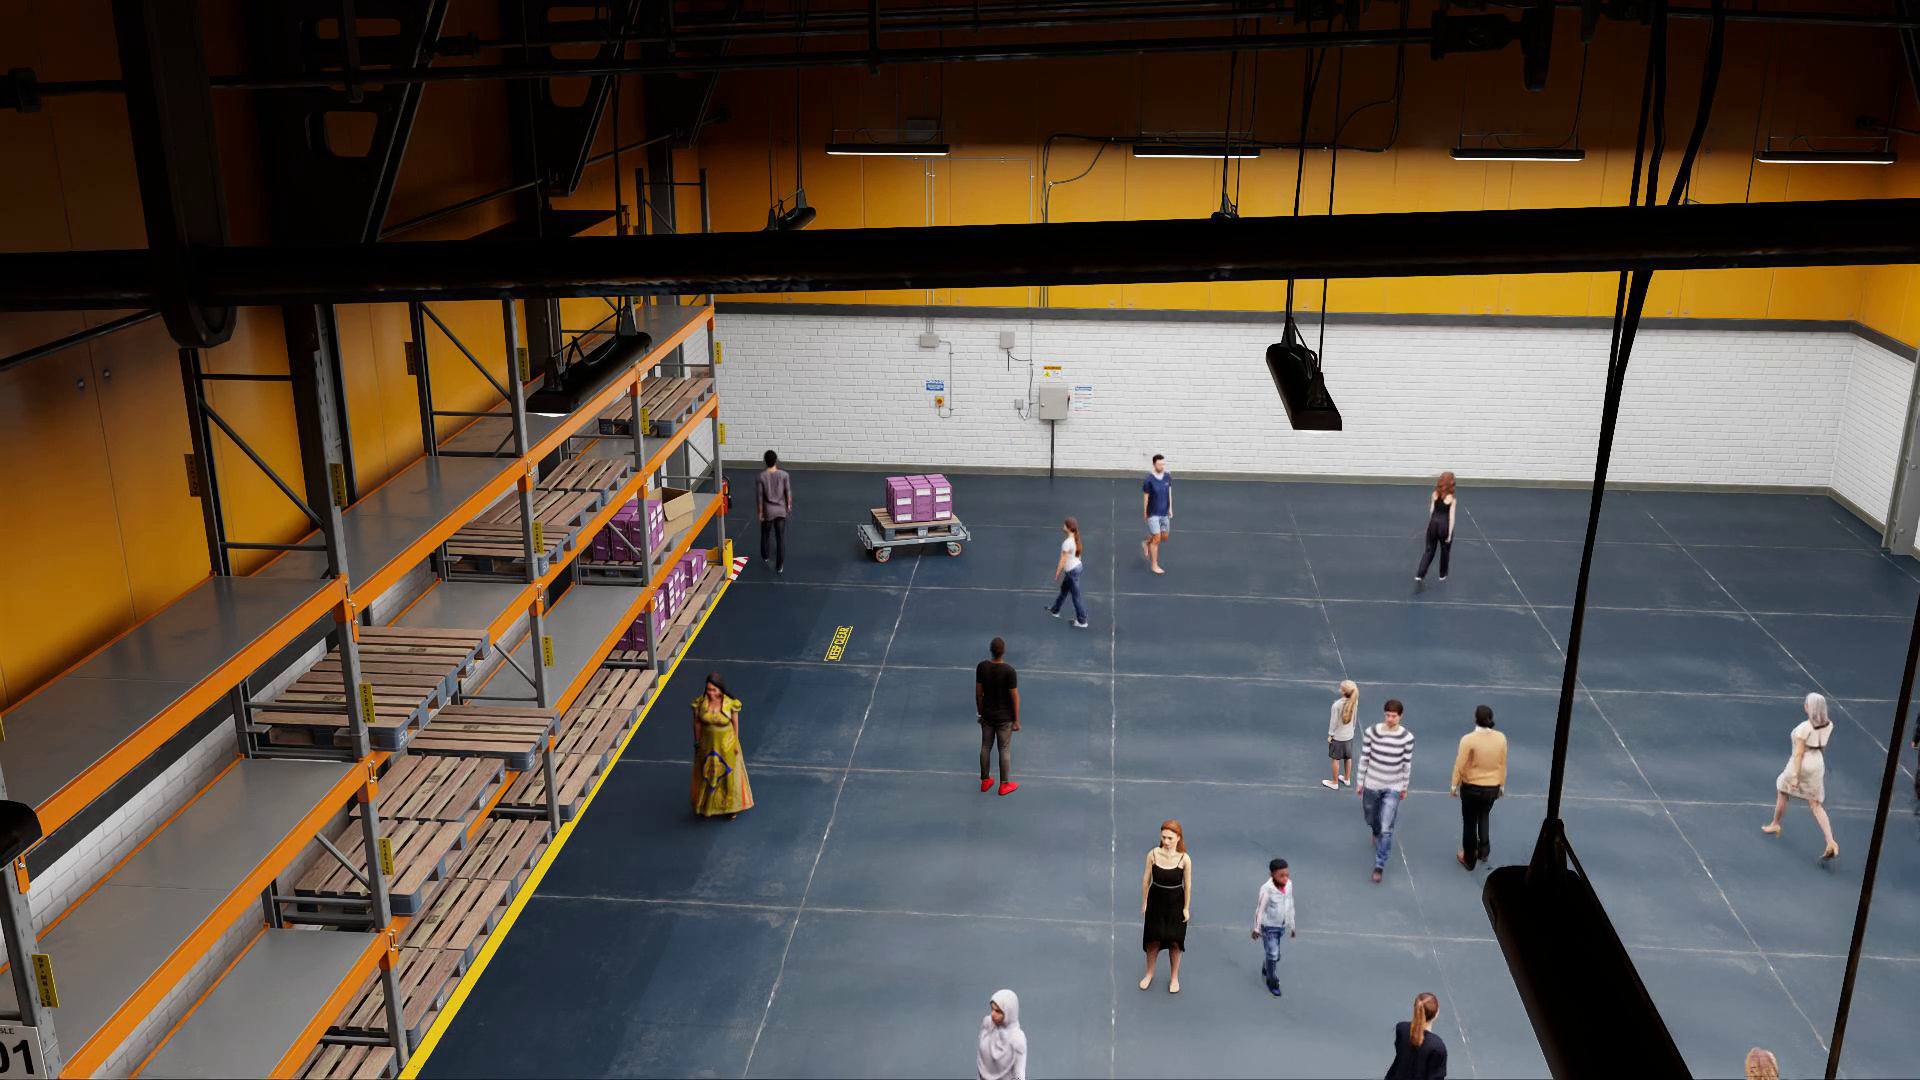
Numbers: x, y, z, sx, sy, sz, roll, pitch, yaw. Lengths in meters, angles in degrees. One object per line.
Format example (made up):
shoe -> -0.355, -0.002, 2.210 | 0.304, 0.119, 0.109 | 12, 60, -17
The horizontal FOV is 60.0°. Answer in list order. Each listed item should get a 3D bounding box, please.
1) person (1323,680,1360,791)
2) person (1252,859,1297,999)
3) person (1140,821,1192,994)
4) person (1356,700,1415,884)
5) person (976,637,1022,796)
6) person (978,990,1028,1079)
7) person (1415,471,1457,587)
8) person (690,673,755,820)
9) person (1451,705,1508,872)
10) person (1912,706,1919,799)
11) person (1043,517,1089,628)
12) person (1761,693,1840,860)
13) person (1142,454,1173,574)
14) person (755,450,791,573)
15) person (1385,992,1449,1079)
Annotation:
person -> 4.209, 2.124, 18.300 | 0.596, 1.274, 0.642 | -10, 21, -26
person -> 2.743, 3.353, 14.692 | 0.653, 1.247, 0.728 | -9, 21, -26
person -> 1.818, 3.195, 14.570 | 0.611, 1.624, 0.610 | 5, 19, 14
person -> 4.227, 2.414, 16.576 | 0.905, 1.823, 1.213 | 8, 20, 22
person -> 0.396, 1.904, 18.122 | 0.713, 1.803, 0.662 | 9, 21, 24
person -> 0.321, 3.996, 11.952 | 0.756, 1.776, 0.687 | -14, 23, -35
person -> 6.962, -0.134, 24.317 | 1.029, 1.713, 1.206 | 14, 23, 36
person -> -2.560, 2.160, 17.588 | 0.899, 1.658, 0.830 | -1, 19, -4
person -> 5.181, 2.488, 16.475 | 0.736, 1.747, 0.698 | -3, 19, -8
person -> 10.403, 2.148, 17.630 | 0.959, 1.686, 1.138 | 9, 21, 26
person -> 1.610, 0.457, 22.846 | 0.878, 1.530, 0.990 | 11, 21, 29
person -> 8.614, 2.410, 16.782 | 0.952, 1.699, 1.239 | -6, 20, -18
person -> 2.923, -0.434, 25.030 | 0.926, 1.825, 1.045 | -10, 21, -27
person -> -2.779, -0.404, 24.951 | 0.868, 1.819, 1.122 | -3, 19, -9
person -> 3.216, 4.055, 11.979 | 1.058, 1.648, 1.009 | -14, 23, -36
